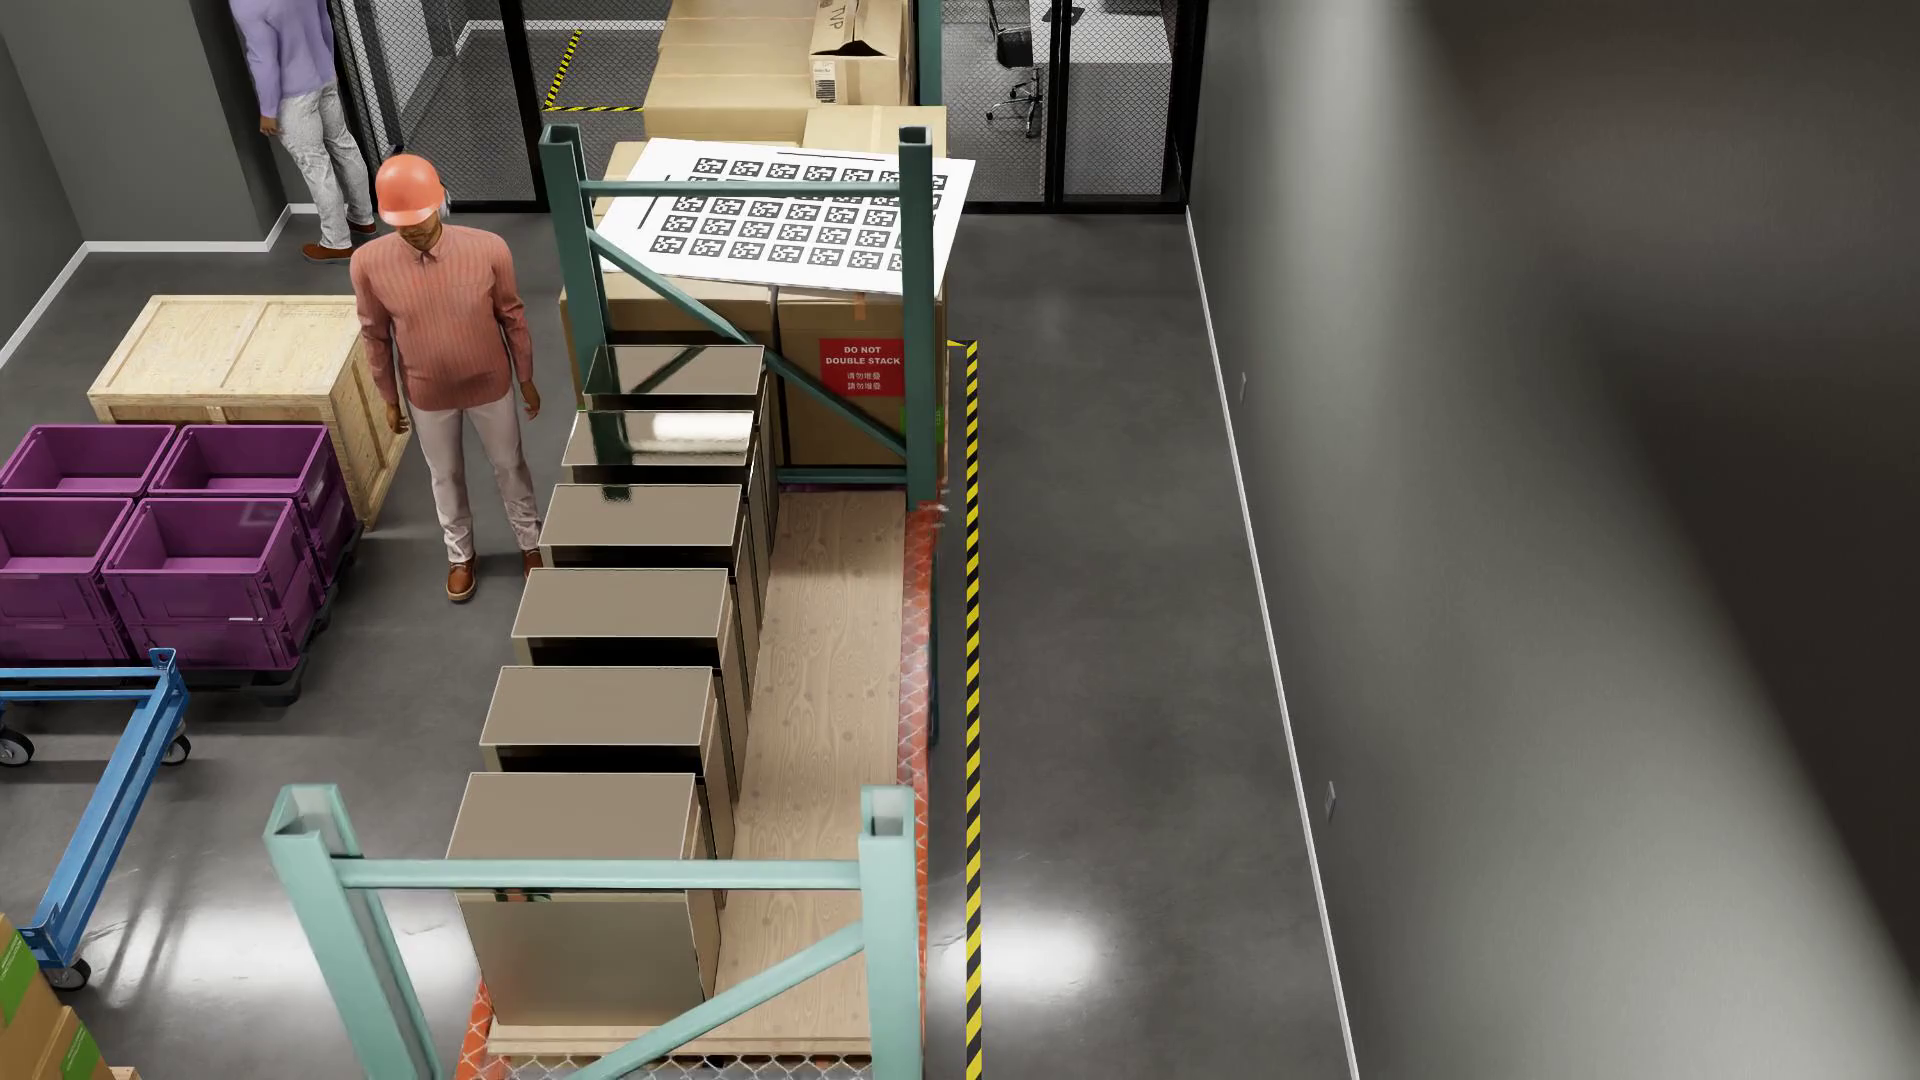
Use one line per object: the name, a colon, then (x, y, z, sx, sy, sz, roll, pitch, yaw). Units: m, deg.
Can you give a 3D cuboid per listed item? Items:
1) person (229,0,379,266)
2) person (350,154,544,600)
person: (-3.403, -2.333, 8.554, 0.371, 1.939, 0.627, 11, 42, 13)
person: (-1.976, -0.612, 6.543, 0.622, 1.993, 0.383, -10, 42, -11)
